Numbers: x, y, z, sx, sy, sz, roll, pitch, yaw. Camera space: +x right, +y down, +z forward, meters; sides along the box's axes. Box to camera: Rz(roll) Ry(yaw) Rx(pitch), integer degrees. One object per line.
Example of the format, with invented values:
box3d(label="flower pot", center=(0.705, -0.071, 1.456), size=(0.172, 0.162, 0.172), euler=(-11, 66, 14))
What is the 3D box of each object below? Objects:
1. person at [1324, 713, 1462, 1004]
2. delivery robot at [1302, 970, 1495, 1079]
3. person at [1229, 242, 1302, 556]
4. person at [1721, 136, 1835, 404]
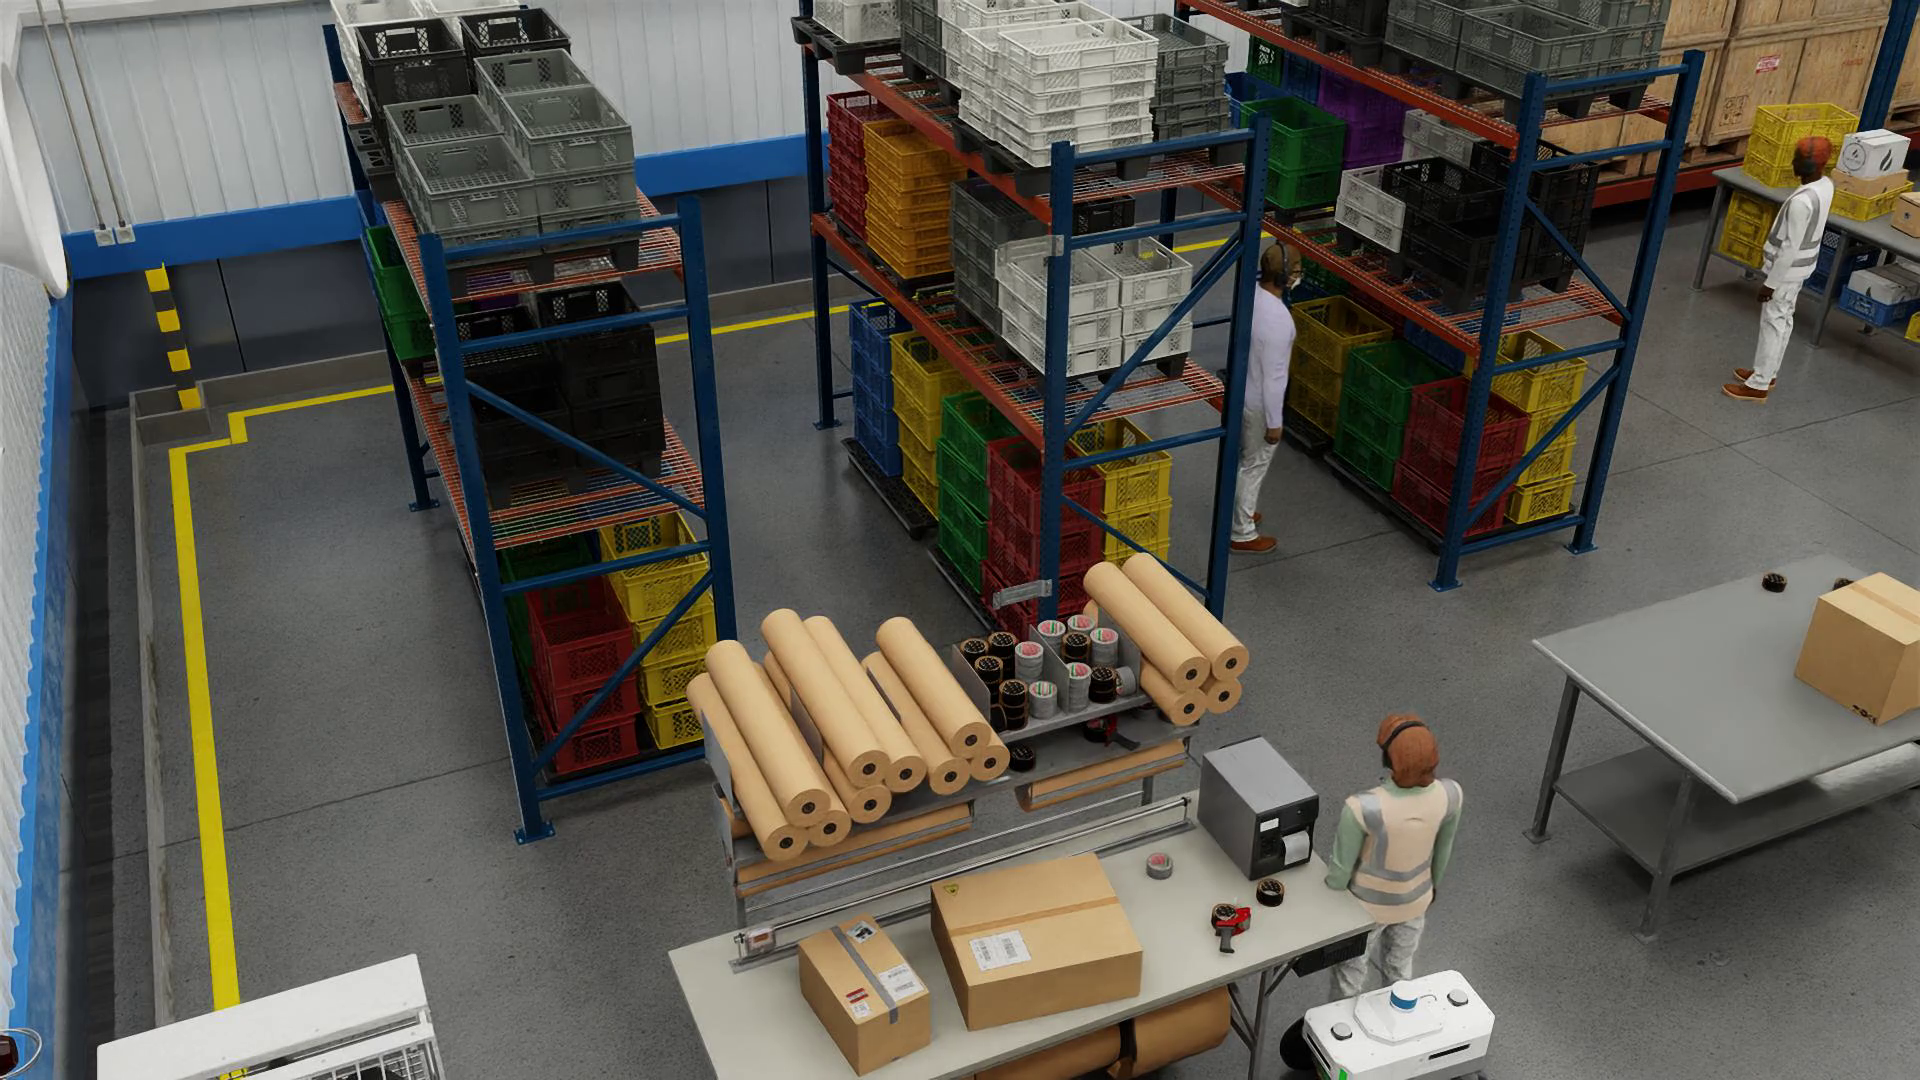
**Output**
box3d(label="person", center=(1.637, 1.380, 6.416), size=(0.526, 1.630, 0.317), euler=(-10, 33, -15))
box3d(label="delivery robot", center=(1.702, 1.920, 6.471), size=(0.707, 0.478, 0.477), euler=(-10, 33, -16))
box3d(label="person", center=(1.736, -0.820, 9.704), size=(0.370, 1.932, 0.634), euler=(-5, 32, -8))
box3d(label="person", center=(5.666, -1.854, 11.430), size=(0.355, 1.883, 0.576), euler=(23, 38, 32))
